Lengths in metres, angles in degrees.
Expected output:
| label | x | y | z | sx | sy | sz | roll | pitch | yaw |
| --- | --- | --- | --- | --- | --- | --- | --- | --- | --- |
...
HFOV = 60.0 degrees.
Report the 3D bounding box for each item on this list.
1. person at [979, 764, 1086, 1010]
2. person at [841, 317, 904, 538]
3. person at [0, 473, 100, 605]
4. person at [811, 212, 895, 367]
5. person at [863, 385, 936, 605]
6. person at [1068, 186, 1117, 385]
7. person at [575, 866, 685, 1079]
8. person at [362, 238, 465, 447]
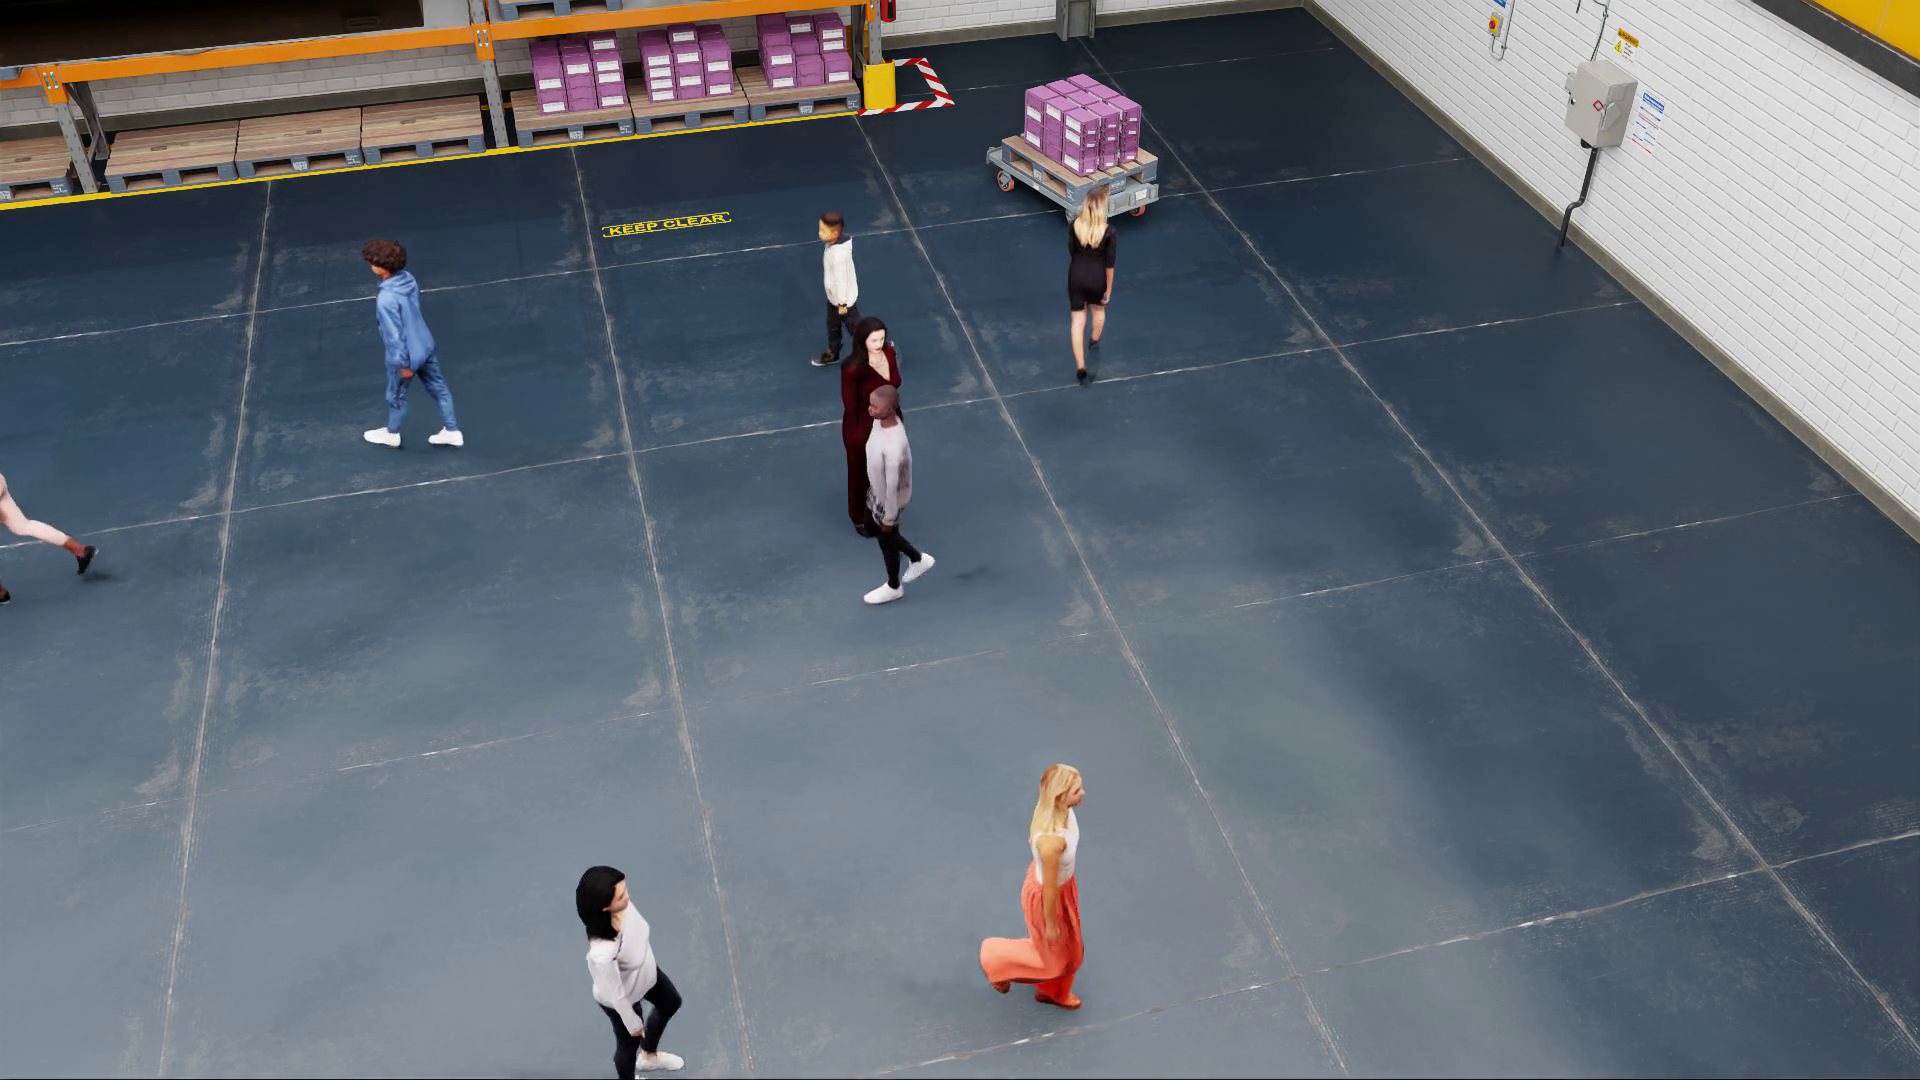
| label | x | y | z | sx | sy | sz | roll | pitch | yaw |
| --- | --- | --- | --- | --- | --- | --- | --- | --- | --- |
| person | 0.370 | 1.798 | 8.507 | 0.933 | 1.790 | 0.839 | 10 | 40 | 12 |
| person | -0.637 | -0.827 | 11.824 | 0.826 | 1.753 | 0.739 | 26 | 46 | 29 |
| person | -6.473 | -0.300 | 11.213 | 1.101 | 1.692 | 0.610 | -10 | 40 | -12 |
| person | -0.885 | -2.028 | 13.589 | 0.894 | 1.427 | 0.628 | -7 | 39 | -8 |
| person | -0.385 | -0.313 | 11.173 | 0.729 | 1.762 | 0.615 | -9 | 39 | -11 |
| person | 1.011 | -2.007 | 13.391 | 0.953 | 1.641 | 0.889 | 9 | 39 | 11 |
| person | -1.709 | 2.174 | 8.115 | 0.692 | 1.692 | 0.714 | 0 | 39 | 0 |
| person | -4.084 | -1.440 | 12.566 | 1.110 | 1.785 | 0.947 | 7 | 39 | 8 |
